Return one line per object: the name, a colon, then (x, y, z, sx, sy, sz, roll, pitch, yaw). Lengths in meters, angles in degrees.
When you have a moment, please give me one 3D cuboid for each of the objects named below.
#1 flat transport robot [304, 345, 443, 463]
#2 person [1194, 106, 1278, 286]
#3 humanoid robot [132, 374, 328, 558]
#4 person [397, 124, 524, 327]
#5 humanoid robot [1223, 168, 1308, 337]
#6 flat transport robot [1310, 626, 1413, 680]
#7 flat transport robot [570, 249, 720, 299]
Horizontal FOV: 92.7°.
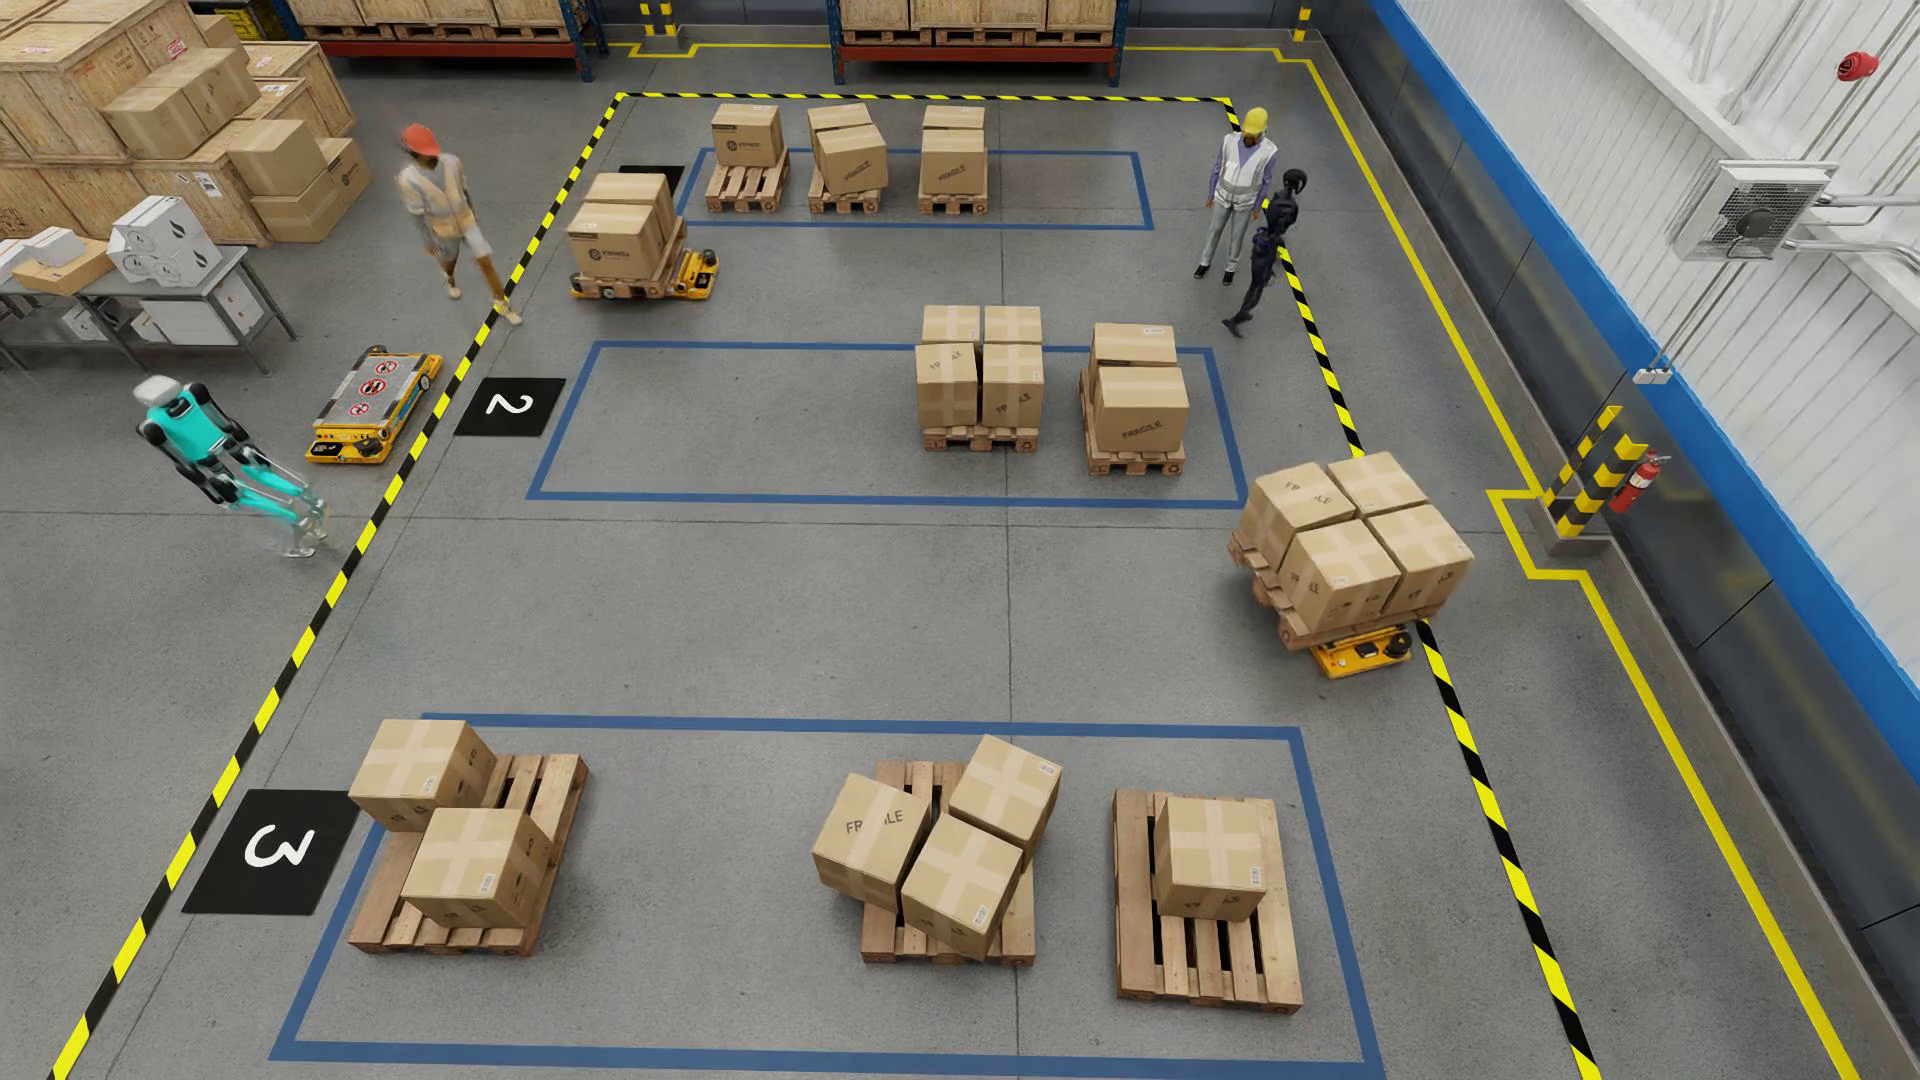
flat transport robot: (-5.383, -1.269, 8.441, 0.659, 0.231, 1.431, 1, 50, 1)
person: (2.782, -3.456, 9.266, 0.588, 1.834, 0.404, 20, 53, 16)
humanoid robot: (-5.171, -0.477, 6.720, 0.735, 1.677, 0.533, 9, 50, 8)
person: (-4.944, -3.085, 8.861, 1.101, 1.985, 0.613, 37, 59, 27)
humanoid robot: (2.906, -2.747, 8.771, 0.411, 1.645, 0.586, 11, 51, 9)
flat transport robot: (2.787, 0.363, 7.042, 0.652, 0.197, 1.431, -12, 51, -10)
flat transport robot: (-3.349, -2.849, 9.760, 1.431, 0.197, 0.652, 1, 50, 1)
